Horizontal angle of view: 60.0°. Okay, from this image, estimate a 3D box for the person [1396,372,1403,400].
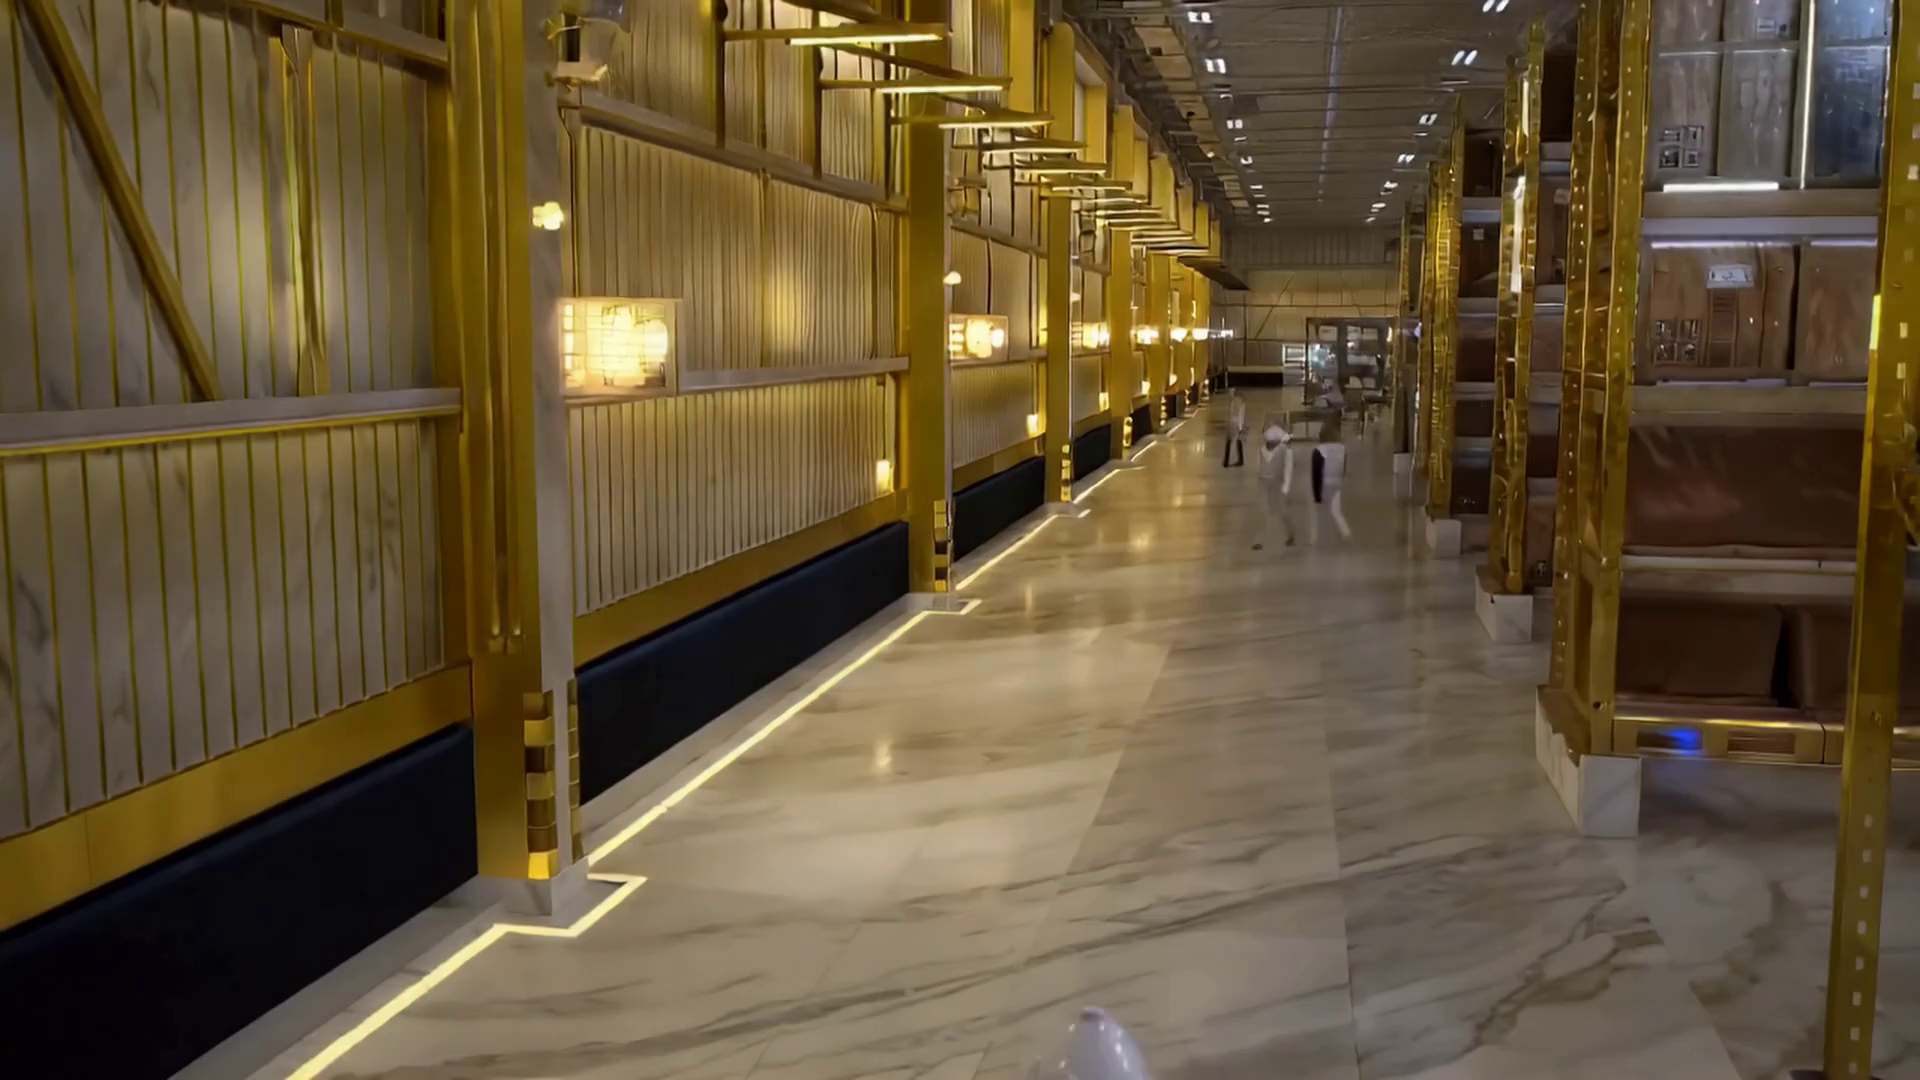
[{"bbox_3d":[15.890,-5.250,59.631,0.588,1.822,0.403,-1,7,-9],"label":"person"}]

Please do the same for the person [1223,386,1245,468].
[{"bbox_3d":[6.279,-2.589,38.116,0.554,1.886,0.934,5,9,36],"label":"person"}]

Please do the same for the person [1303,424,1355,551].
[{"bbox_3d":[5.243,-0.736,23.527,0.666,1.816,0.717,-4,8,-30],"label":"person"}]

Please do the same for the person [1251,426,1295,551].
[{"bbox_3d":[4.496,-0.746,23.675,0.601,1.797,0.758,5,9,35],"label":"person"}]

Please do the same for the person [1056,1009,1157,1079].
[{"bbox_3d":[0.328,1.830,3.780,0.545,1.595,0.823,2,7,16],"label":"person"}]
